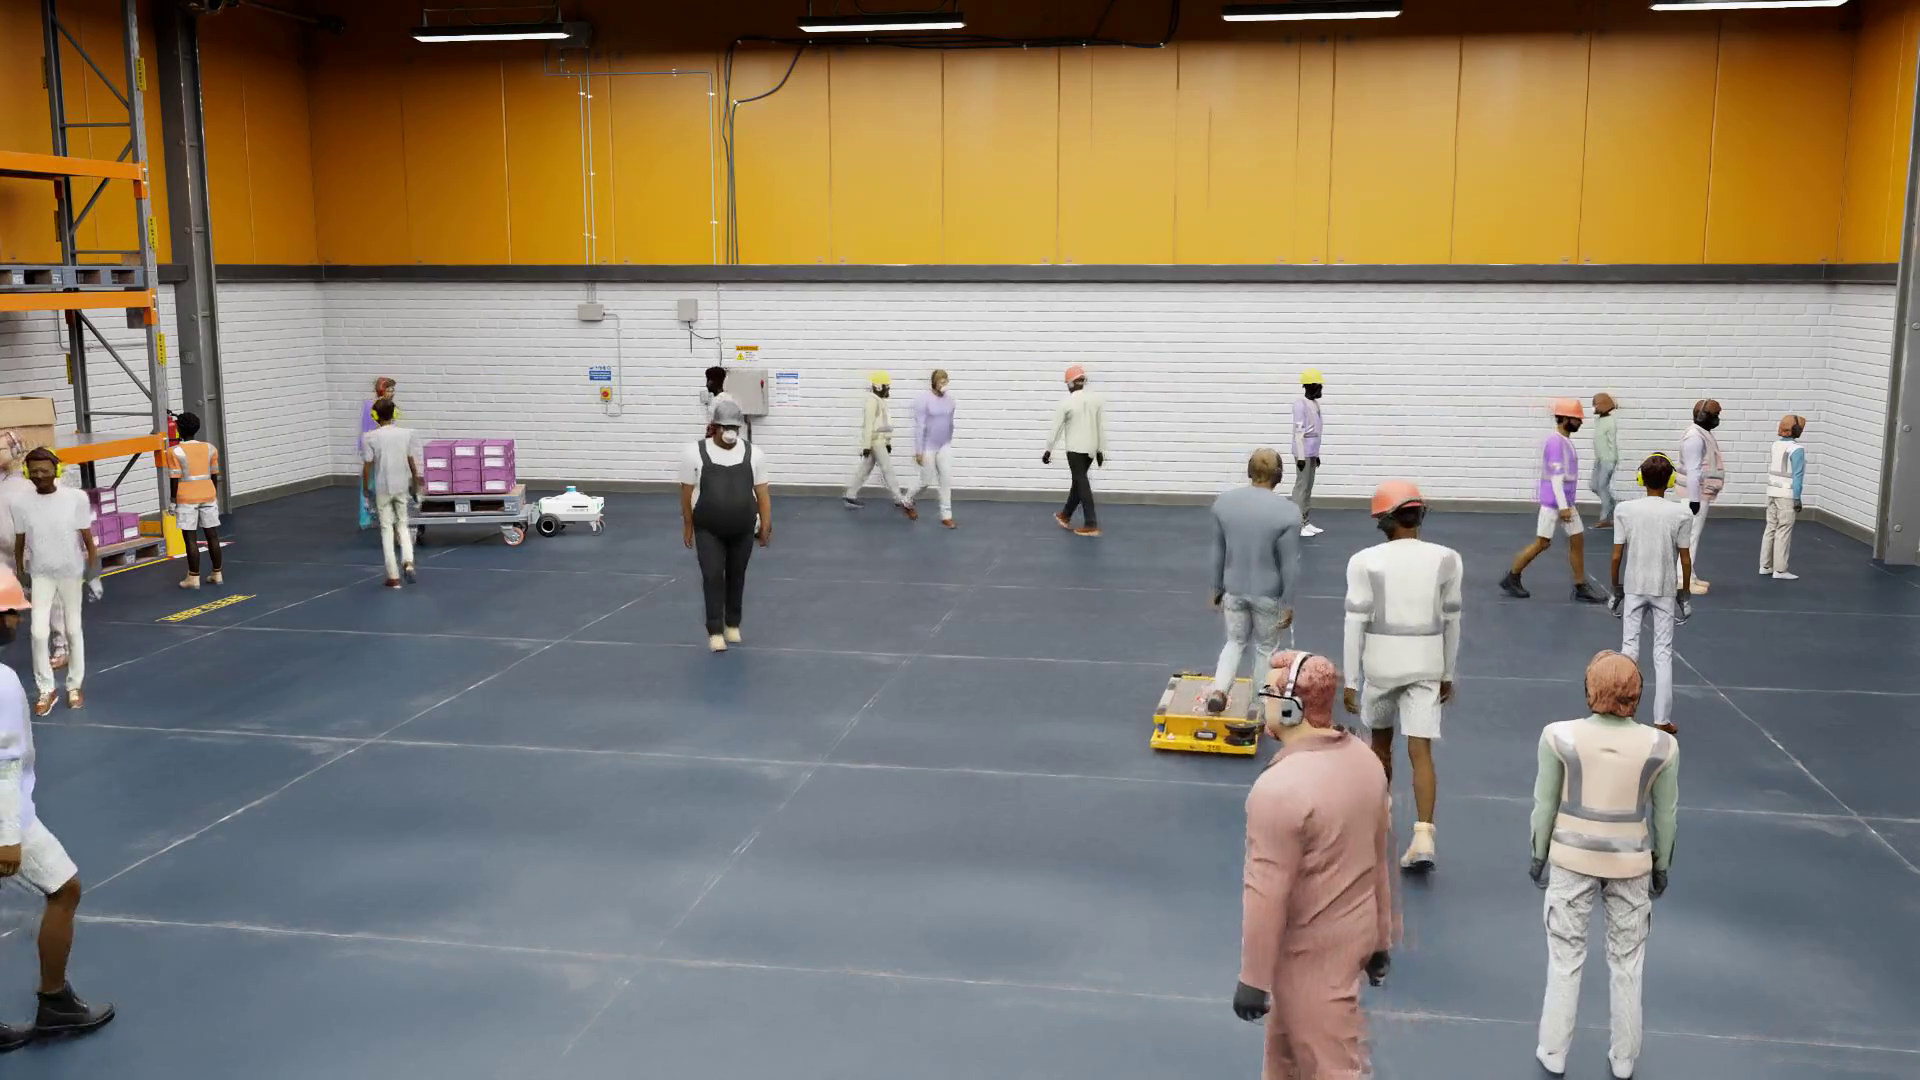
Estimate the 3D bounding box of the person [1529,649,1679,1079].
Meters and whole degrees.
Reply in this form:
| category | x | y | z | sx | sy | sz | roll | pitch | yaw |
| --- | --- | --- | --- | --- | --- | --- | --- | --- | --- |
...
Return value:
| category | x | y | z | sx | sy | sz | roll | pitch | yaw |
| --- | --- | --- | --- | --- | --- | --- | --- | --- | --- |
| person | 2.399 | 1.226 | 6.225 | 0.513 | 1.635 | 0.312 | 2 | 9 | 11 |

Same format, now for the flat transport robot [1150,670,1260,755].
| category | x | y | z | sx | sy | sz | roll | pitch | yaw |
| --- | --- | --- | --- | --- | --- | --- | --- | --- | --- |
| flat transport robot | 1.675 | 1.128 | 11.047 | 0.652 | 0.197 | 1.431 | 2 | 9 | 13 |

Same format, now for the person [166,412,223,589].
| category | x | y | z | sx | sy | sz | roll | pitch | yaw |
| --- | --- | --- | --- | --- | --- | --- | --- | --- | --- |
| person | -7.361 | -0.380 | 15.989 | 0.320 | 1.695 | 0.537 | 6 | 11 | 31 |

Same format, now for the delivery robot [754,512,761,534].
| category | x | y | z | sx | sy | sz | roll | pitch | yaw |
| --- | --- | --- | --- | --- | --- | --- | --- | --- | --- |
| delivery robot | -2.569 | -0.305 | 18.767 | 0.707 | 0.478 | 0.477 | 4 | 10 | 24 |

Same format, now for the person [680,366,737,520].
| category | x | y | z | sx | sy | sz | roll | pitch | yaw |
| --- | --- | --- | --- | --- | --- | --- | --- | --- | --- |
| person | -2.875 | -1.137 | 20.069 | 1.002 | 1.919 | 0.607 | 0 | 9 | 0 |

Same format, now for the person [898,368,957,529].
| category | x | y | z | sx | sy | sz | roll | pitch | yaw |
| --- | --- | --- | --- | --- | --- | --- | --- | --- | --- |
| person | -0.360 | -1.101 | 19.815 | 0.639 | 1.917 | 0.796 | -8 | 12 | -40 |

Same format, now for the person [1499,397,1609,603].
| category | x | y | z | sx | sy | sz | roll | pitch | yaw |
| --- | --- | --- | --- | --- | --- | --- | --- | --- | --- |
| person | 5.499 | -0.373 | 15.331 | 0.931 | 1.904 | 0.556 | 7 | 12 | 38 |

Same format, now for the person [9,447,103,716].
| category | x | y | z | sx | sy | sz | roll | pitch | yaw |
| --- | --- | --- | --- | --- | --- | --- | --- | --- | --- |
| person | -6.201 | 0.283 | 11.447 | 0.539 | 1.845 | 0.614 | -4 | 10 | -24 |

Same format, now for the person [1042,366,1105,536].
| category | x | y | z | sx | sy | sz | roll | pitch | yaw |
| --- | --- | --- | --- | --- | --- | --- | --- | --- | --- |
| person | 1.323 | -1.044 | 19.357 | 0.642 | 1.926 | 1.024 | -6 | 11 | -34 |

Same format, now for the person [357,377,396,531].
| category | x | y | z | sx | sy | sz | roll | pitch | yaw |
| --- | --- | --- | --- | --- | --- | --- | --- | --- | --- |
| person | -6.761 | -1.010 | 19.553 | 0.798 | 1.798 | 0.701 | -9 | 13 | -43 |

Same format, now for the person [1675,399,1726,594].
| category | x | y | z | sx | sy | sz | roll | pitch | yaw |
| --- | --- | --- | --- | --- | --- | --- | --- | --- | --- |
| person | 7.016 | -0.418 | 15.787 | 0.429 | 1.840 | 0.629 | 5 | 11 | 29 |

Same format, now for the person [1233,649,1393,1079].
| category | x | y | z | sx | sy | sz | roll | pitch | yaw |
| --- | --- | --- | --- | --- | --- | --- | --- | --- | --- |
| person | 1.171 | 1.280 | 5.189 | 0.923 | 1.874 | 0.655 | 7 | 11 | 37 |

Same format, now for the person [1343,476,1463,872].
| category | x | y | z | sx | sy | sz | roll | pitch | yaw |
| --- | --- | --- | --- | --- | --- | --- | --- | --- | --- |
| person | 2.289 | 0.671 | 8.594 | 0.612 | 1.987 | 1.051 | 1 | 9 | 5 |

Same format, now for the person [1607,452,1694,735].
| category | x | y | z | sx | sy | sz | roll | pitch | yaw |
| --- | --- | --- | --- | --- | --- | --- | --- | --- | --- |
| person | 4.509 | 0.357 | 10.870 | 0.514 | 1.876 | 0.328 | 5 | 10 | 29 |

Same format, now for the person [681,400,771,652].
| category | x | y | z | sx | sy | sz | roll | pitch | yaw |
| --- | --- | --- | --- | --- | --- | --- | --- | --- | --- |
| person | -1.849 | -0.126 | 13.351 | 0.695 | 2.000 | 0.899 | -3 | 10 | -18 |

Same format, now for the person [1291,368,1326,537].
| category | x | y | z | sx | sy | sz | roll | pitch | yaw |
| --- | --- | --- | --- | --- | --- | --- | --- | --- | --- |
| person | 4.020 | -1.013 | 19.198 | 0.358 | 1.930 | 0.590 | 5 | 10 | 29 |

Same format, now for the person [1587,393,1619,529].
| category | x | y | z | sx | sy | sz | roll | pitch | yaw |
| --- | --- | --- | --- | --- | --- | --- | --- | --- | --- |
| person | 7.643 | -0.932 | 19.656 | 0.416 | 1.611 | 0.524 | 0 | 9 | -2 |

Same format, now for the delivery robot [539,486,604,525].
| category | x | y | z | sx | sy | sz | roll | pitch | yaw |
| --- | --- | --- | --- | --- | --- | --- | --- | --- | --- |
| delivery robot | -4.485 | -0.378 | 19.219 | 0.707 | 0.478 | 0.477 | -1 | 9 | -4 |

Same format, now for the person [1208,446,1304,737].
| category | x | y | z | sx | sy | sz | roll | pitch | yaw |
| --- | --- | --- | --- | --- | --- | --- | --- | --- | --- |
| person | 1.875 | 0.357 | 10.721 | 0.644 | 1.921 | 0.616 | 6 | 11 | 33 |

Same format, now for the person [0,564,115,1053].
| category | x | y | z | sx | sy | sz | roll | pitch | yaw |
| --- | --- | --- | --- | --- | --- | --- | --- | --- | --- |
| person | -3.662 | 1.039 | 6.471 | 0.557 | 1.916 | 0.697 | 6 | 11 | 33 |

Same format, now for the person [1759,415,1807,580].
| category | x | y | z | sx | sy | sz | roll | pitch | yaw |
| --- | --- | --- | --- | --- | --- | --- | --- | --- | --- |
| person | 8.163 | -0.423 | 16.470 | 0.314 | 1.629 | 0.508 | 0 | 9 | 0 |

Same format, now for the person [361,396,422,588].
| category | x | y | z | sx | sy | sz | roll | pitch | yaw |
| --- | --- | --- | --- | --- | --- | --- | --- | --- | --- |
| person | -5.466 | -0.456 | 15.970 | 0.555 | 1.857 | 0.403 | -7 | 11 | -37 |

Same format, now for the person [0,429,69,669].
| category | x | y | z | sx | sy | sz | roll | pitch | yaw |
| --- | --- | --- | --- | --- | --- | --- | --- | --- | --- |
| person | -7.087 | 0.117 | 12.429 | 0.643 | 1.857 | 0.981 | 3 | 10 | 16 |

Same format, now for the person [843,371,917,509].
| category | x | y | z | sx | sy | sz | roll | pitch | yaw |
| --- | --- | --- | --- | --- | --- | --- | --- | --- | --- |
| person | -1.066 | -1.270 | 21.263 | 0.959 | 1.783 | 0.601 | 0 | 9 | 2 |
